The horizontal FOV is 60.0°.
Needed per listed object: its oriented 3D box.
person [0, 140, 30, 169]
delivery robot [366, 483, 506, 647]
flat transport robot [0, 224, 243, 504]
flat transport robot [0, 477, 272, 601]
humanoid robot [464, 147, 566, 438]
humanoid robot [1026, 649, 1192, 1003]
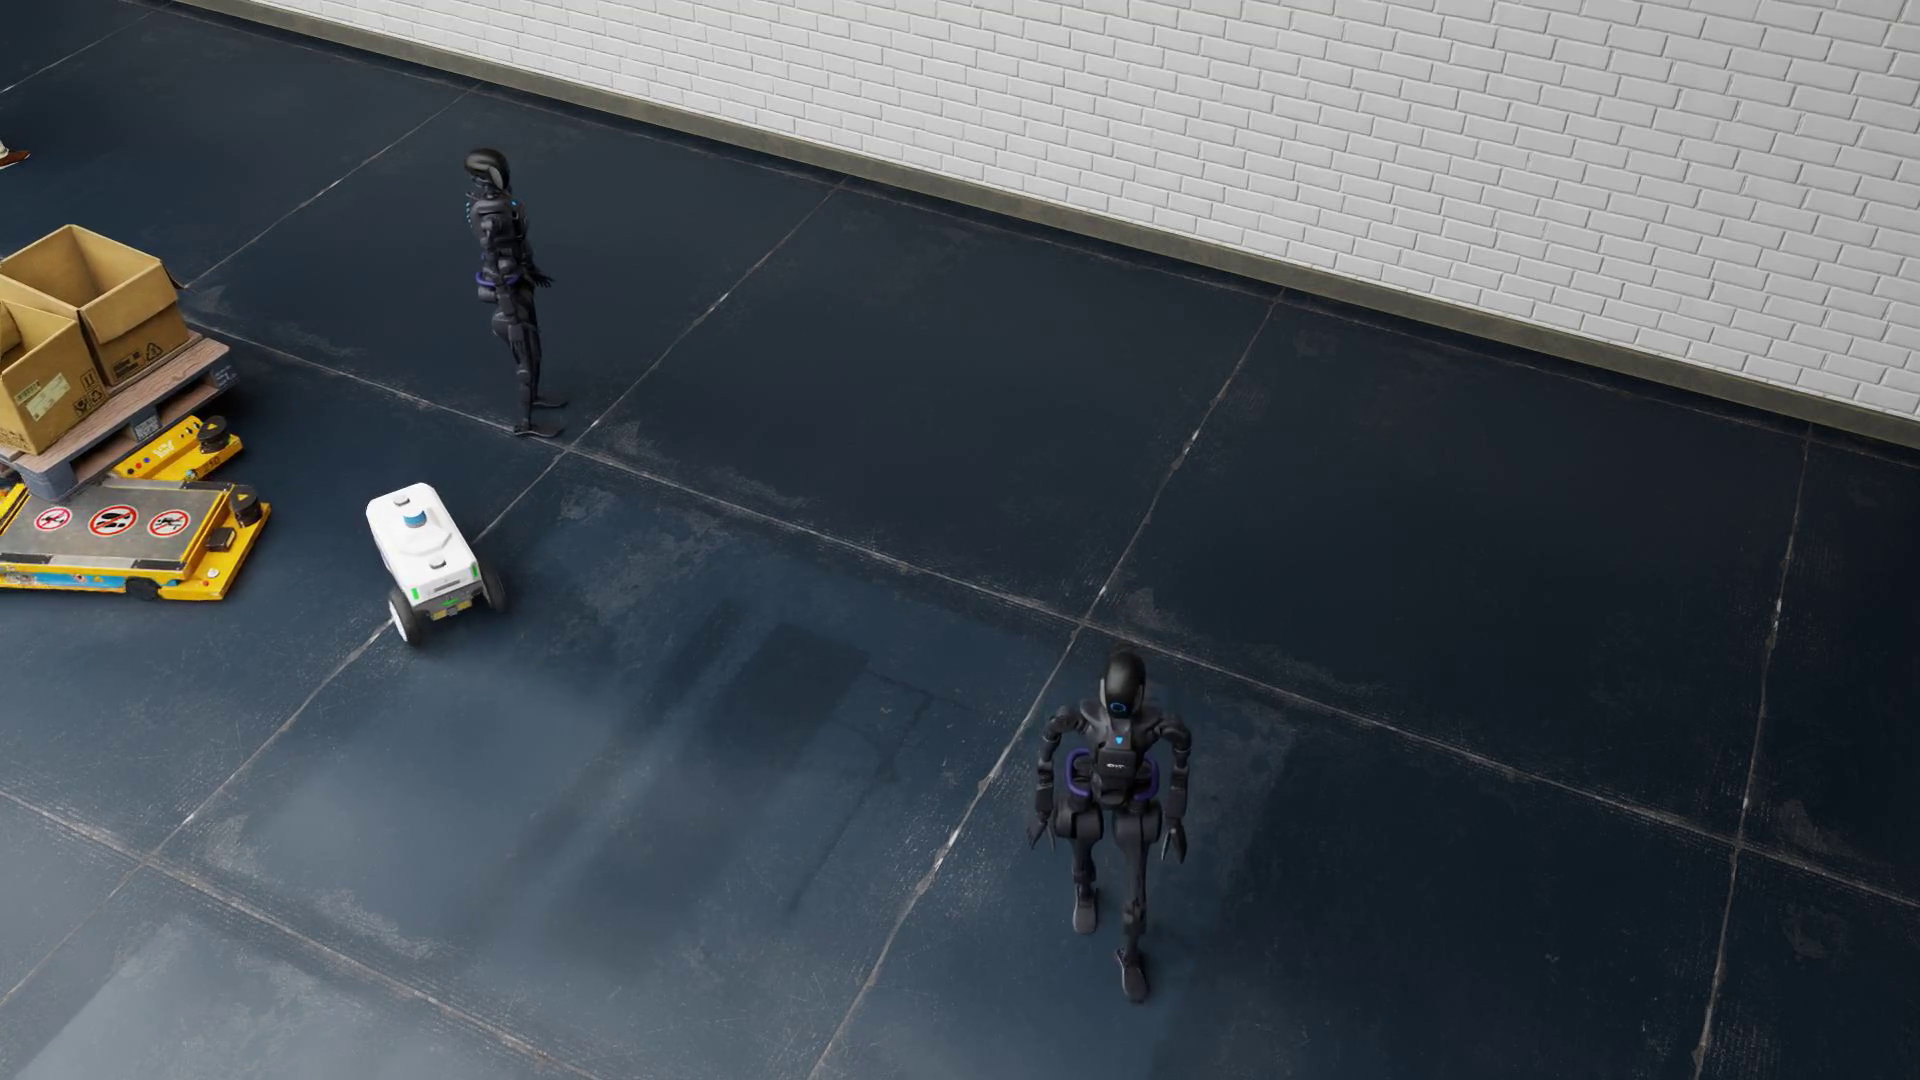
[{"bbox_3d":[-6.502,-3.150,10.647,0.506,1.632,0.278,12,44,12],"label":"person"},{"bbox_3d":[-2.544,0.094,7.956,0.499,0.611,0.809,-23,48,-23],"label":"delivery robot"},{"bbox_3d":[-4.607,-0.606,8.909,1.431,0.231,0.659,22,47,22],"label":"flat transport robot"},{"bbox_3d":[-4.257,-0.014,8.270,1.431,0.231,0.659,3,43,3],"label":"flat transport robot"},{"bbox_3d":[-2.294,-1.288,8.605,0.328,1.653,0.592,-2,43,-2],"label":"humanoid robot"},{"bbox_3d":[0.547,1.035,6.114,0.610,1.634,0.656,2,43,3],"label":"humanoid robot"}]
